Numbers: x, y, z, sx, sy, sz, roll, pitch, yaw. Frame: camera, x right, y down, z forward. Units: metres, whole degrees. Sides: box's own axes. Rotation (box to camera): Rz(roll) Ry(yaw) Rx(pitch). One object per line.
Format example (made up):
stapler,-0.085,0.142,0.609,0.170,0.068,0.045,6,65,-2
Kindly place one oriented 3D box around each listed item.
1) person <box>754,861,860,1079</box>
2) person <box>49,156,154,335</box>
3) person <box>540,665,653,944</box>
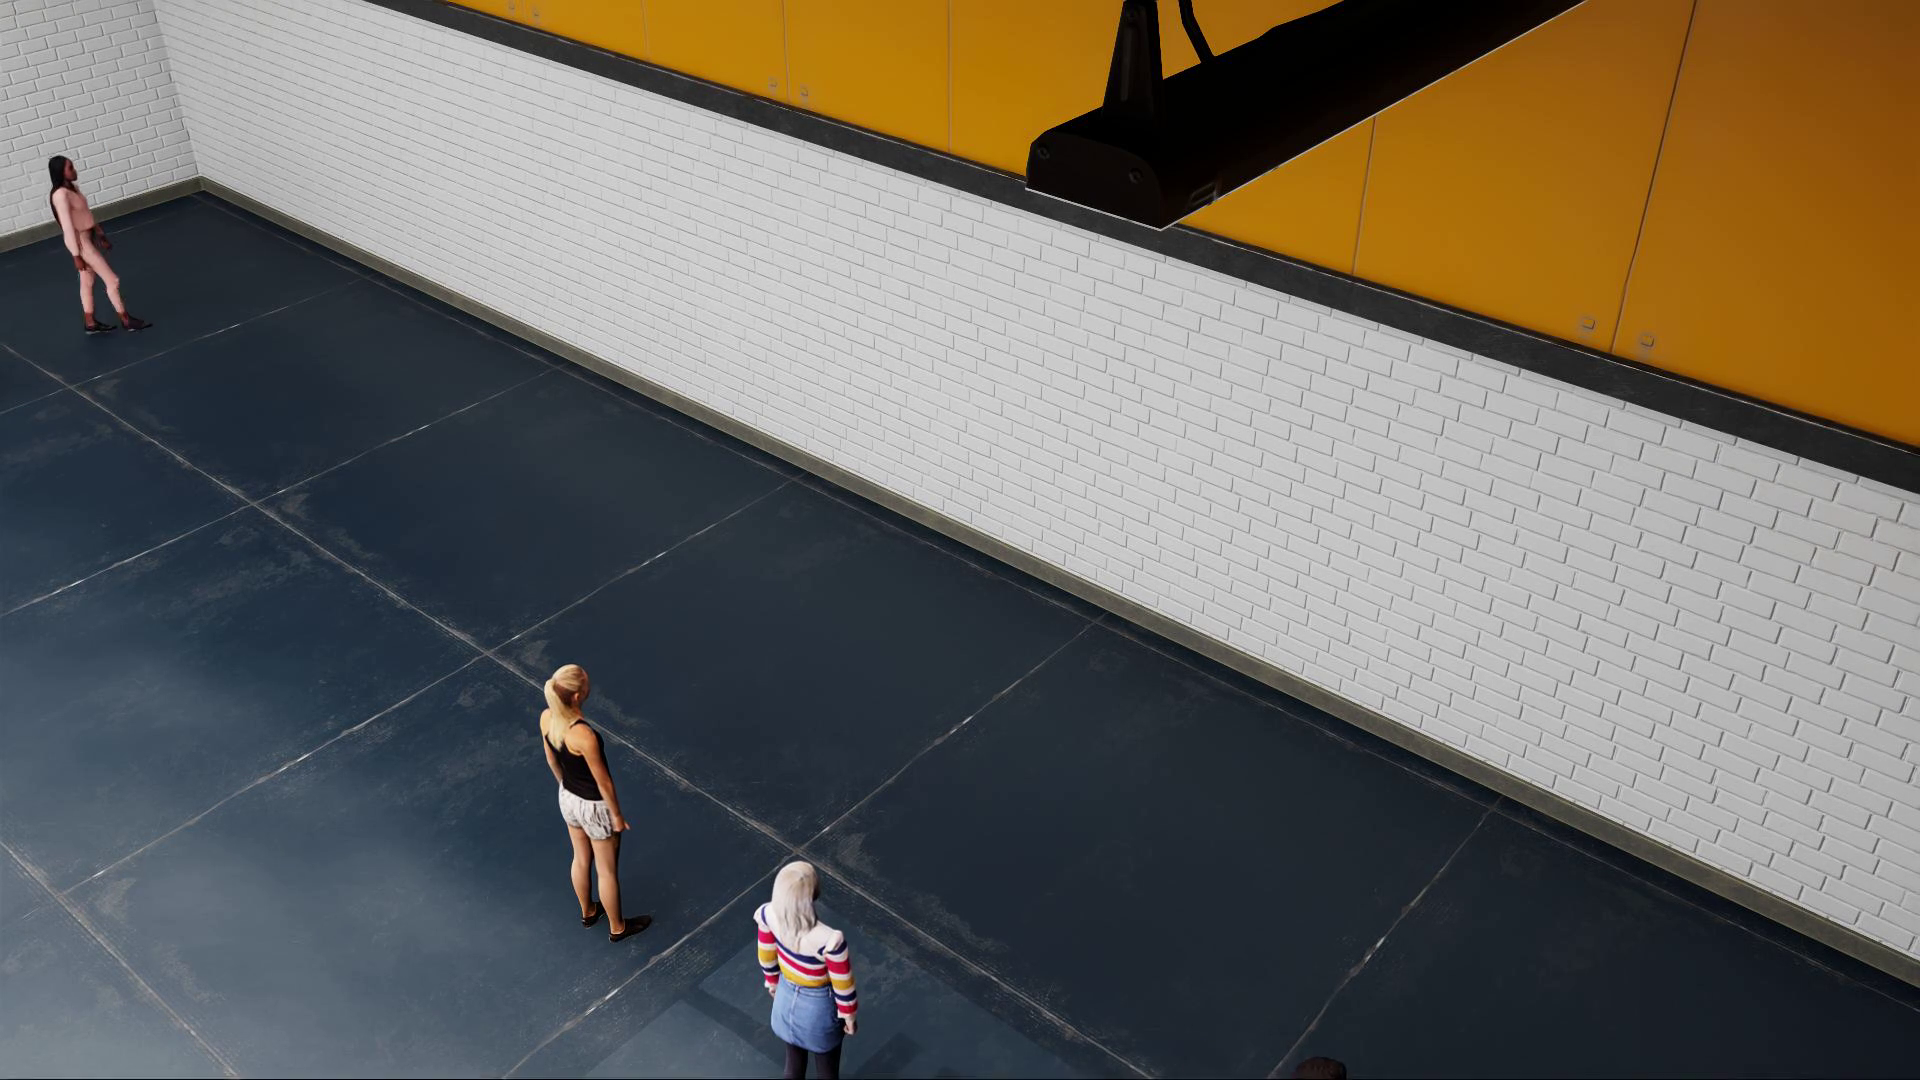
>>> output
person,-0.710,2.170,7.756,0.688,1.809,0.569,18,37,24
person,-8.037,-2.642,15.090,0.981,1.705,0.895,-8,34,-12
person,-1.993,1.398,8.883,0.600,1.846,0.537,23,40,30
